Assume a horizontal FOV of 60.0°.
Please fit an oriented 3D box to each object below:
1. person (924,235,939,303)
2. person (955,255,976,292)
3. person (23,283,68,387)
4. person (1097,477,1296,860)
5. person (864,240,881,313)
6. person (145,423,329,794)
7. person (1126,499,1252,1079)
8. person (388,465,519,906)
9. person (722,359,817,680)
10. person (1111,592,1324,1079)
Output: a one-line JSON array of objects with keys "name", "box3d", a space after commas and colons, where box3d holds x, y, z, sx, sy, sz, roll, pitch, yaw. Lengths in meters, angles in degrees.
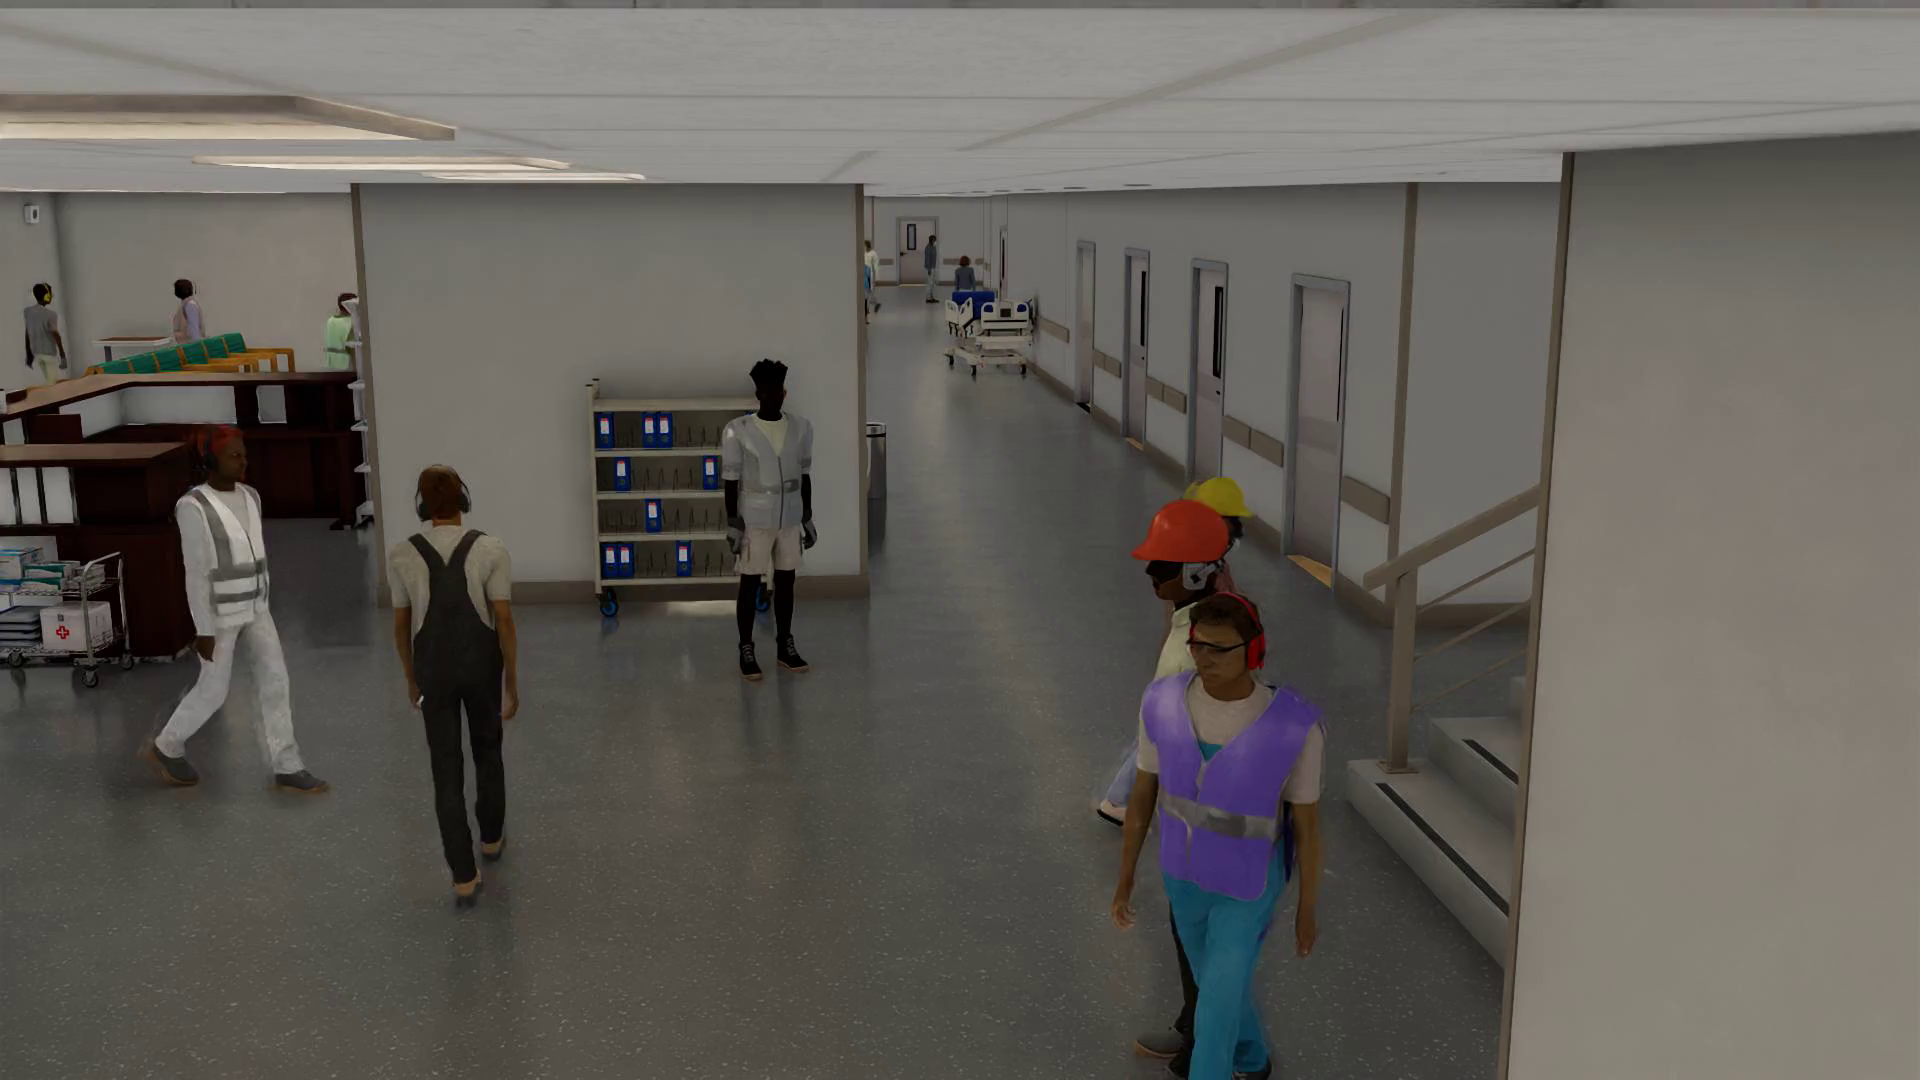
[{"name": "person", "box3d": [-0.820, -7.705, 47.297, 0.378, 1.931, 0.636, 3, 12, 14]}, {"name": "person", "box3d": [0.101, -5.909, 39.265, 0.508, 1.616, 0.645, 7, 13, 30]}, {"name": "person", "box3d": [-11.823, -2.399, 21.545, 0.560, 1.852, 0.399, 4, 12, 17]}, {"name": "person", "box3d": [1.039, 0.556, 7.438, 0.924, 1.718, 0.538, 4, 12, 17]}, {"name": "person", "box3d": [-2.347, -6.829, 43.093, 0.631, 1.906, 0.941, 10, 15, 41]}, {"name": "person", "box3d": [-3.611, 0.348, 8.129, 0.886, 1.855, 0.582, 3, 12, 15]}, {"name": "person", "box3d": [0.736, 0.847, 5.368, 0.398, 1.990, 0.617, 2, 12, 8]}, {"name": "person", "box3d": [-2.144, 0.579, 7.115, 0.506, 1.796, 0.842, -3, 12, -14]}, {"name": "person", "box3d": [-1.158, -0.133, 10.192, 0.609, 1.965, 0.369, -7, 13, -31]}, {"name": "person", "box3d": [0.779, 1.022, 4.988, 0.586, 1.802, 0.968, 9, 14, 37]}]
